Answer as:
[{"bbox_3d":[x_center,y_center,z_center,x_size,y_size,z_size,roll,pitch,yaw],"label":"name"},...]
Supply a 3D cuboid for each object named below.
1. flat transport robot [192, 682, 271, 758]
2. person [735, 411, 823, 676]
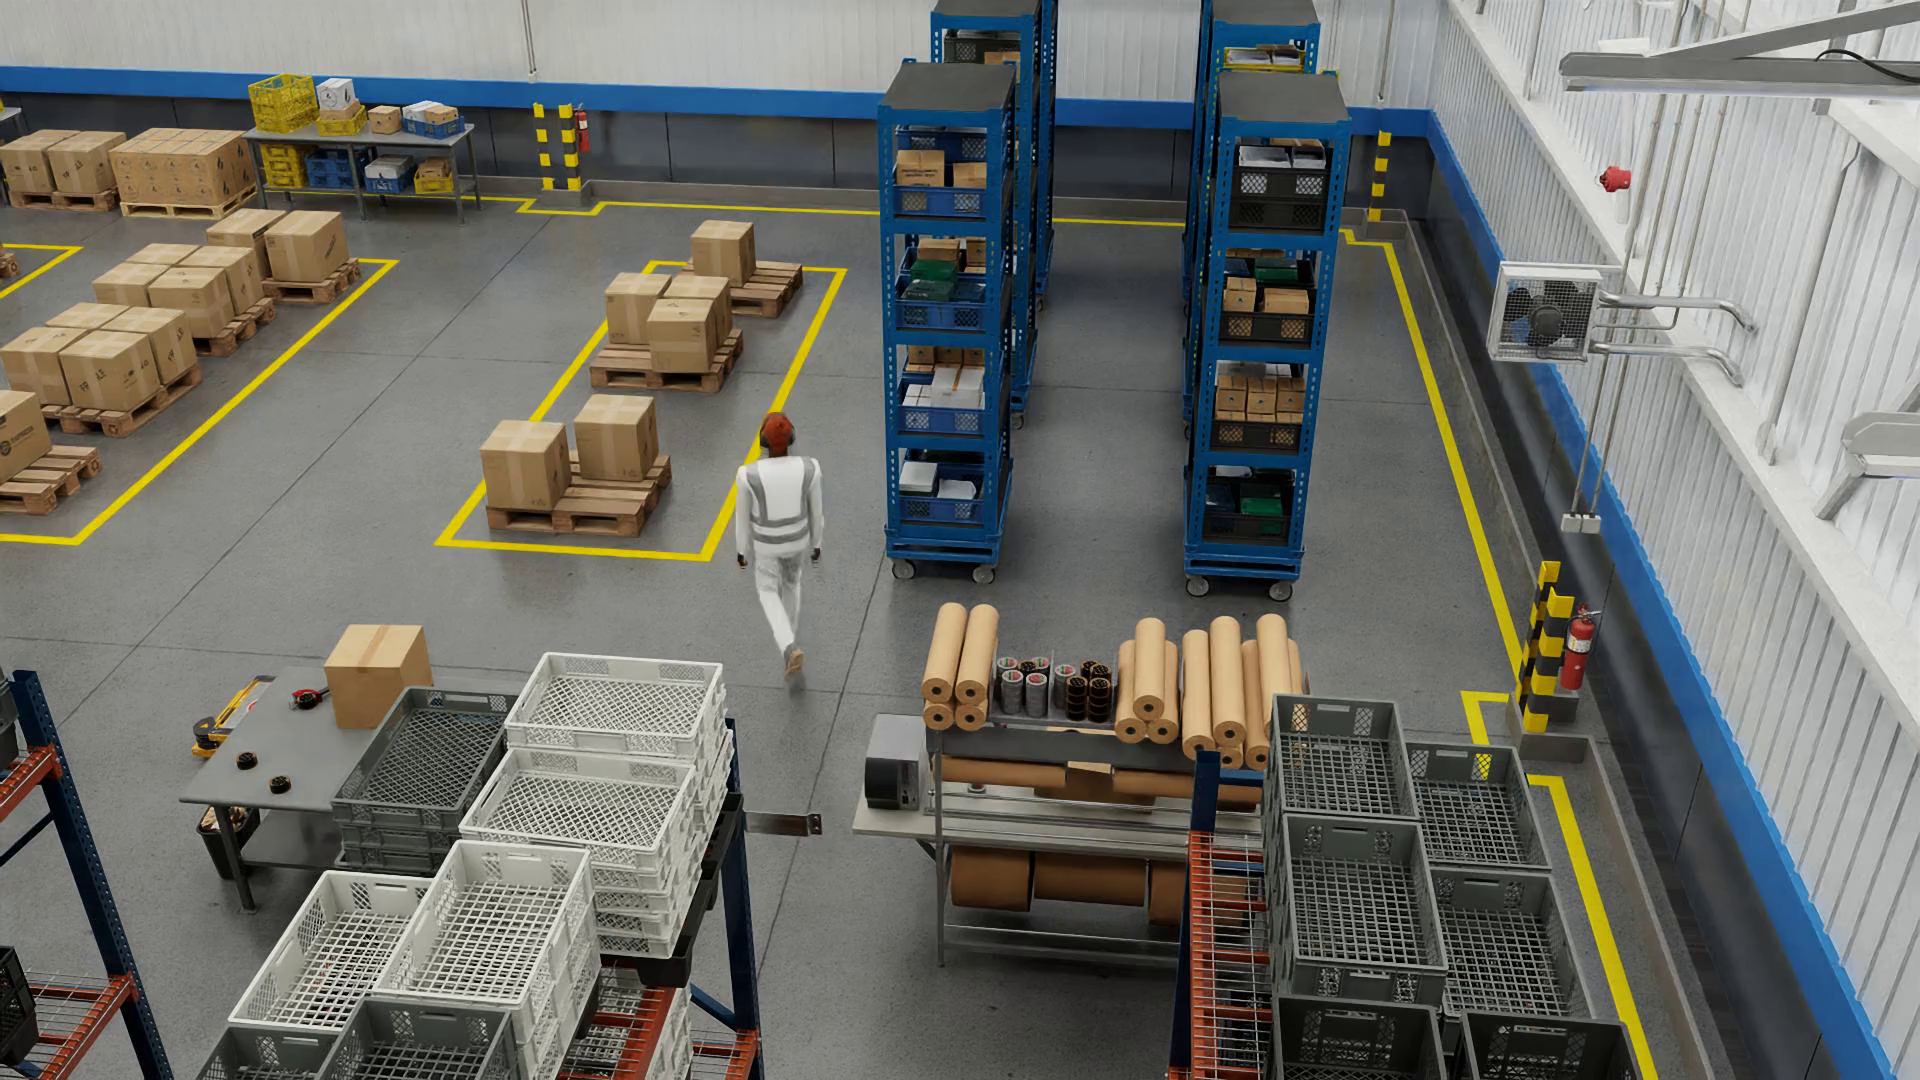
[{"bbox_3d":[-4.089,1.163,10.648,1.431,0.197,0.652,3,30,6],"label":"flat transport robot"},{"bbox_3d":[-1.175,0.032,11.035,0.584,1.860,0.728,-11,32,-18],"label":"person"}]
